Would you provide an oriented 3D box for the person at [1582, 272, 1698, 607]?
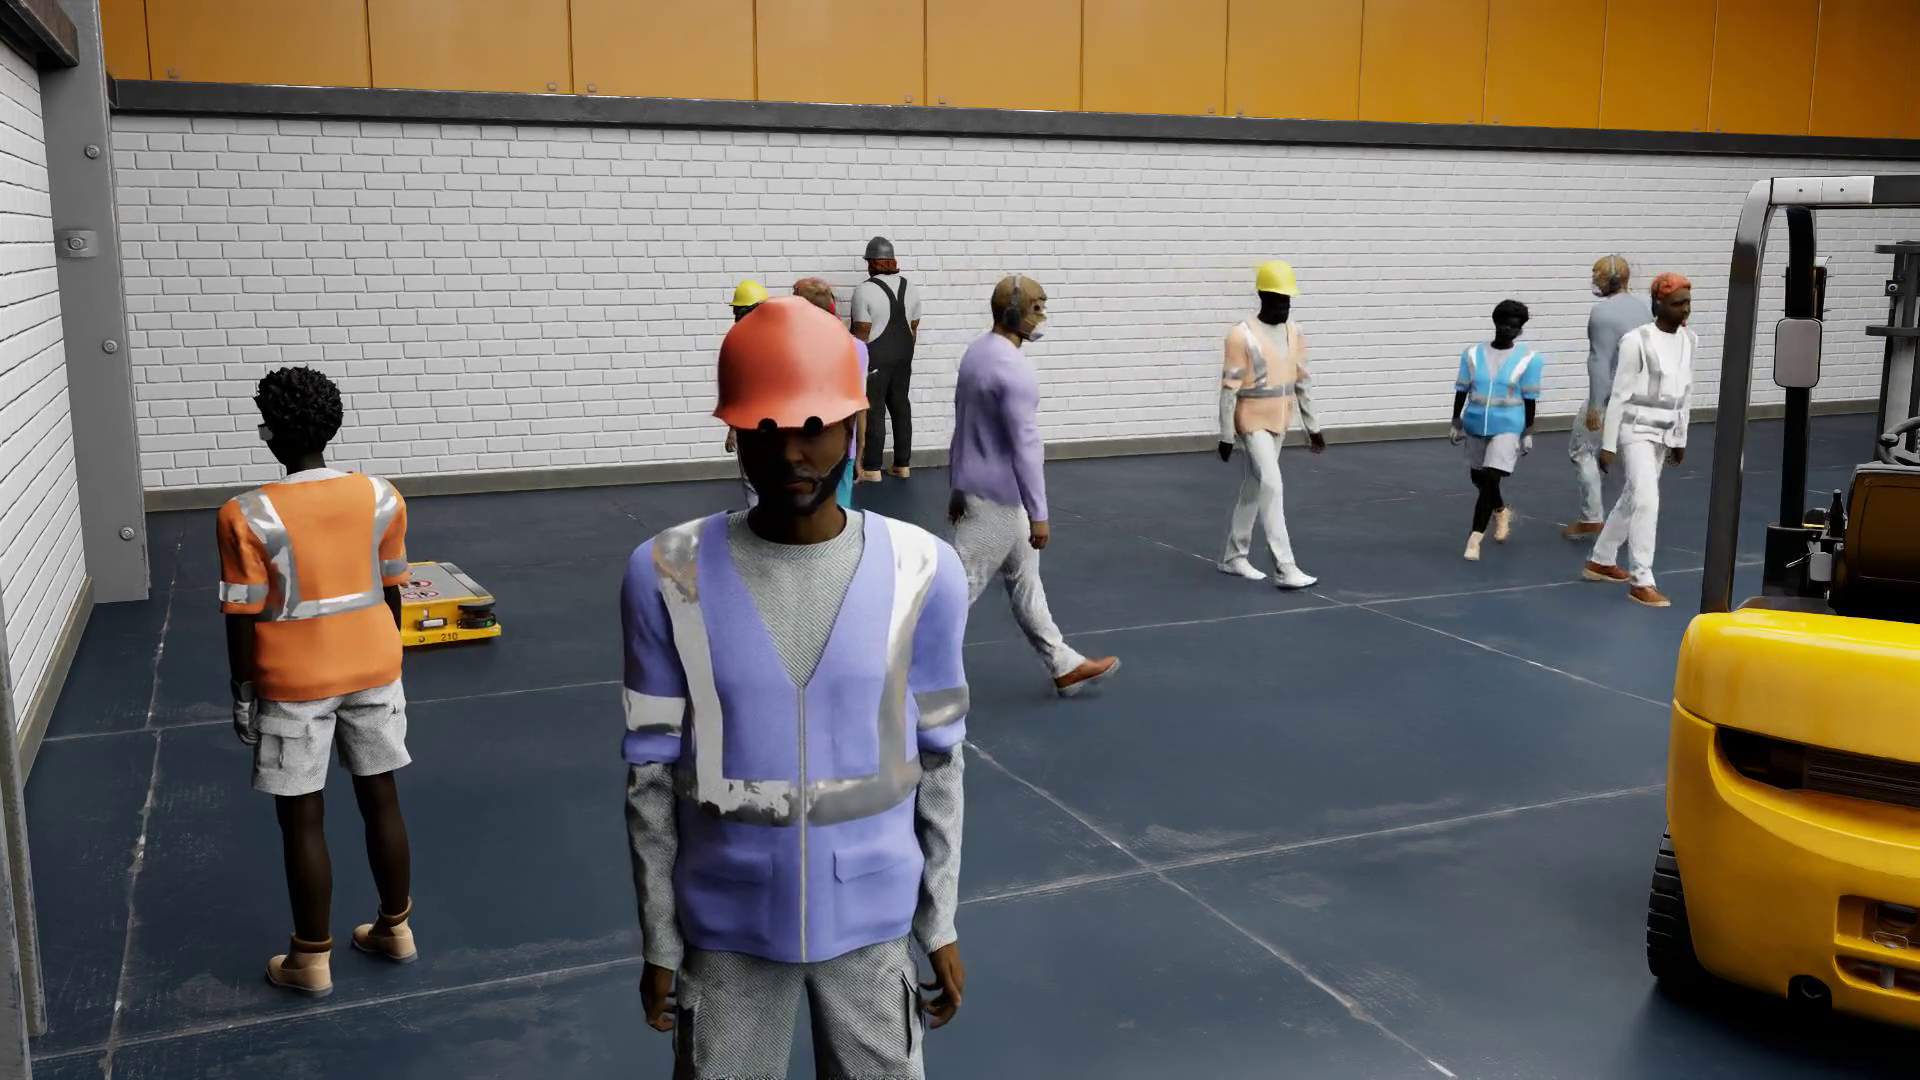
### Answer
[{"bbox_3d":[3.831,-0.585,9.409,0.640,1.852,0.735,-7,12,-34],"label":"person"}]

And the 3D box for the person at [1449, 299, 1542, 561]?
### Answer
[{"bbox_3d":[3.456,-0.725,10.677,0.544,1.656,0.808,8,13,36],"label":"person"}]

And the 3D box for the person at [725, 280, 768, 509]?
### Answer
[{"bbox_3d":[-1.255,-0.693,10.176,0.316,1.769,0.523,5,12,27],"label":"person"}]

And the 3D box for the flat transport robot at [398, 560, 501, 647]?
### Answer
[{"bbox_3d":[-2.914,0.314,8.752,0.652,0.197,1.431,-6,12,-28],"label":"flat transport robot"}]

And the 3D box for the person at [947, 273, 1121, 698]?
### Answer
[{"bbox_3d":[0.198,-0.182,7.052,1.056,1.873,0.646,-3,11,-15],"label":"person"}]

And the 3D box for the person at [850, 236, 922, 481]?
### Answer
[{"bbox_3d":[-0.689,-1.518,13.966,0.676,2.000,0.536,-9,14,-42],"label":"person"}]

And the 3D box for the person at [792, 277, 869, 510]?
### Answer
[{"bbox_3d":[-0.731,-0.397,8.381,0.560,1.826,0.575,-4,11,-23],"label":"person"}]

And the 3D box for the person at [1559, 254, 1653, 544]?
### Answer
[{"bbox_3d":[4.268,-0.912,10.975,0.708,1.911,0.692,-7,13,-35],"label":"person"}]

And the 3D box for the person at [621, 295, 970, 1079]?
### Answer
[{"bbox_3d":[-0.248,0.590,2.630,0.547,1.938,0.378,-2,10,-9],"label":"person"}]

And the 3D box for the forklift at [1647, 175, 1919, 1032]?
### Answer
[{"bbox_3d":[2.810,0.094,4.662,1.214,2.155,2.313,7,12,34],"label":"forklift"}]

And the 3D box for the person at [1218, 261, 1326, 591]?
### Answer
[{"bbox_3d":[1.861,-0.650,9.626,0.593,1.887,0.920,-9,14,-42],"label":"person"}]

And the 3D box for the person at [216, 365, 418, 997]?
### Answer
[{"bbox_3d":[-1.720,0.379,4.489,0.321,1.690,0.529,9,14,42],"label":"person"}]
